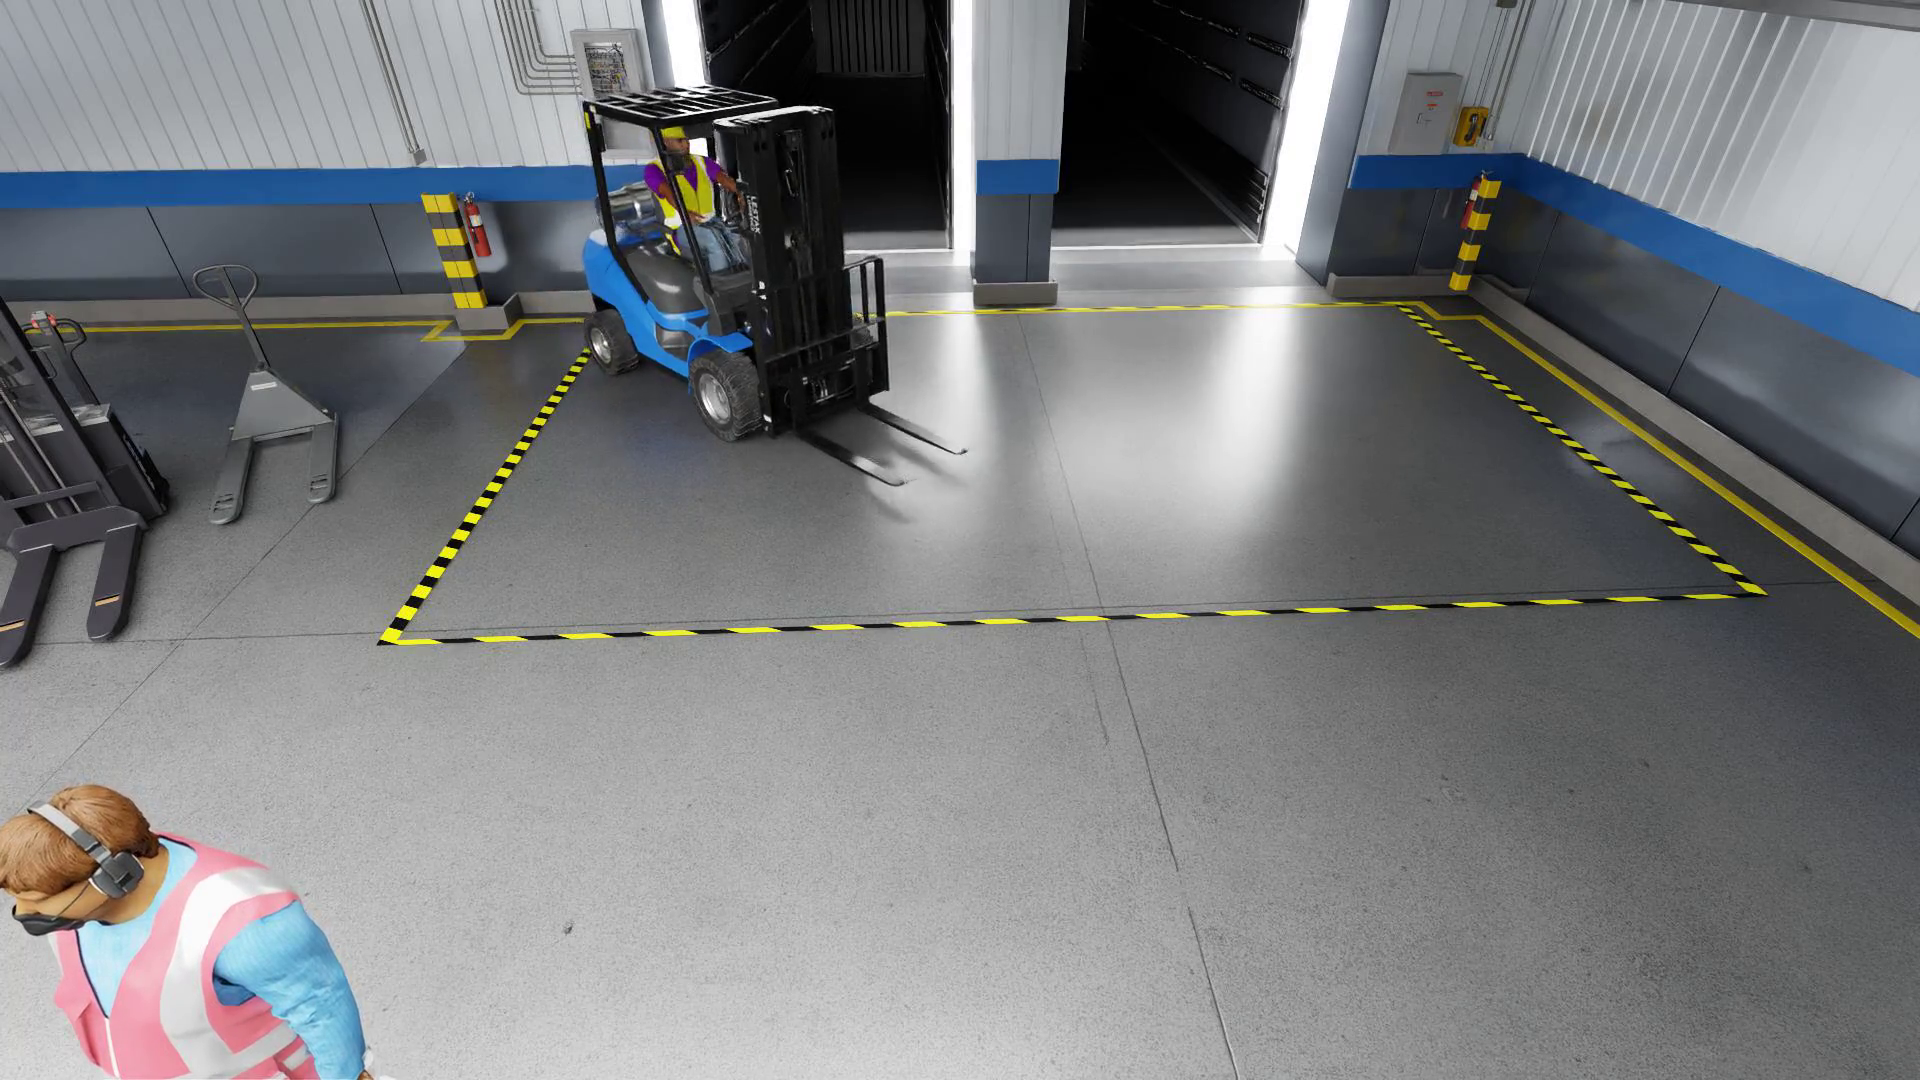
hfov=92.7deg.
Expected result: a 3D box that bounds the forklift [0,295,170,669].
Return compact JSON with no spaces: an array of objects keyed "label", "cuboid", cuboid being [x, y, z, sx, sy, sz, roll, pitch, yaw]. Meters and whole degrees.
[{"label":"forklift","cuboid":[-5.212,-0.618,4.878,0.823,1.965,1.885,-20,39,-26]}]

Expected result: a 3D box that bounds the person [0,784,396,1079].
[{"label":"person","cuboid":[-1.769,1.273,2.295,0.635,1.841,0.429,9,36,13]}]

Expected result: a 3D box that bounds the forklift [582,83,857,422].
[{"label":"forklift","cuboid":[-1.885,-2.272,6.944,2.680,2.036,1.157,29,44,35]}]

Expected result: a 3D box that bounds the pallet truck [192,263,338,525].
[{"label":"pallet truck","cuboid":[-4.778,-1.027,6.128,0.680,1.201,1.601,-17,38,-23]}]

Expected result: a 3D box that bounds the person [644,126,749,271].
[{"label":"person","cuboid":[-1.848,-2.399,6.798,1.004,1.294,0.635,29,44,35]}]
